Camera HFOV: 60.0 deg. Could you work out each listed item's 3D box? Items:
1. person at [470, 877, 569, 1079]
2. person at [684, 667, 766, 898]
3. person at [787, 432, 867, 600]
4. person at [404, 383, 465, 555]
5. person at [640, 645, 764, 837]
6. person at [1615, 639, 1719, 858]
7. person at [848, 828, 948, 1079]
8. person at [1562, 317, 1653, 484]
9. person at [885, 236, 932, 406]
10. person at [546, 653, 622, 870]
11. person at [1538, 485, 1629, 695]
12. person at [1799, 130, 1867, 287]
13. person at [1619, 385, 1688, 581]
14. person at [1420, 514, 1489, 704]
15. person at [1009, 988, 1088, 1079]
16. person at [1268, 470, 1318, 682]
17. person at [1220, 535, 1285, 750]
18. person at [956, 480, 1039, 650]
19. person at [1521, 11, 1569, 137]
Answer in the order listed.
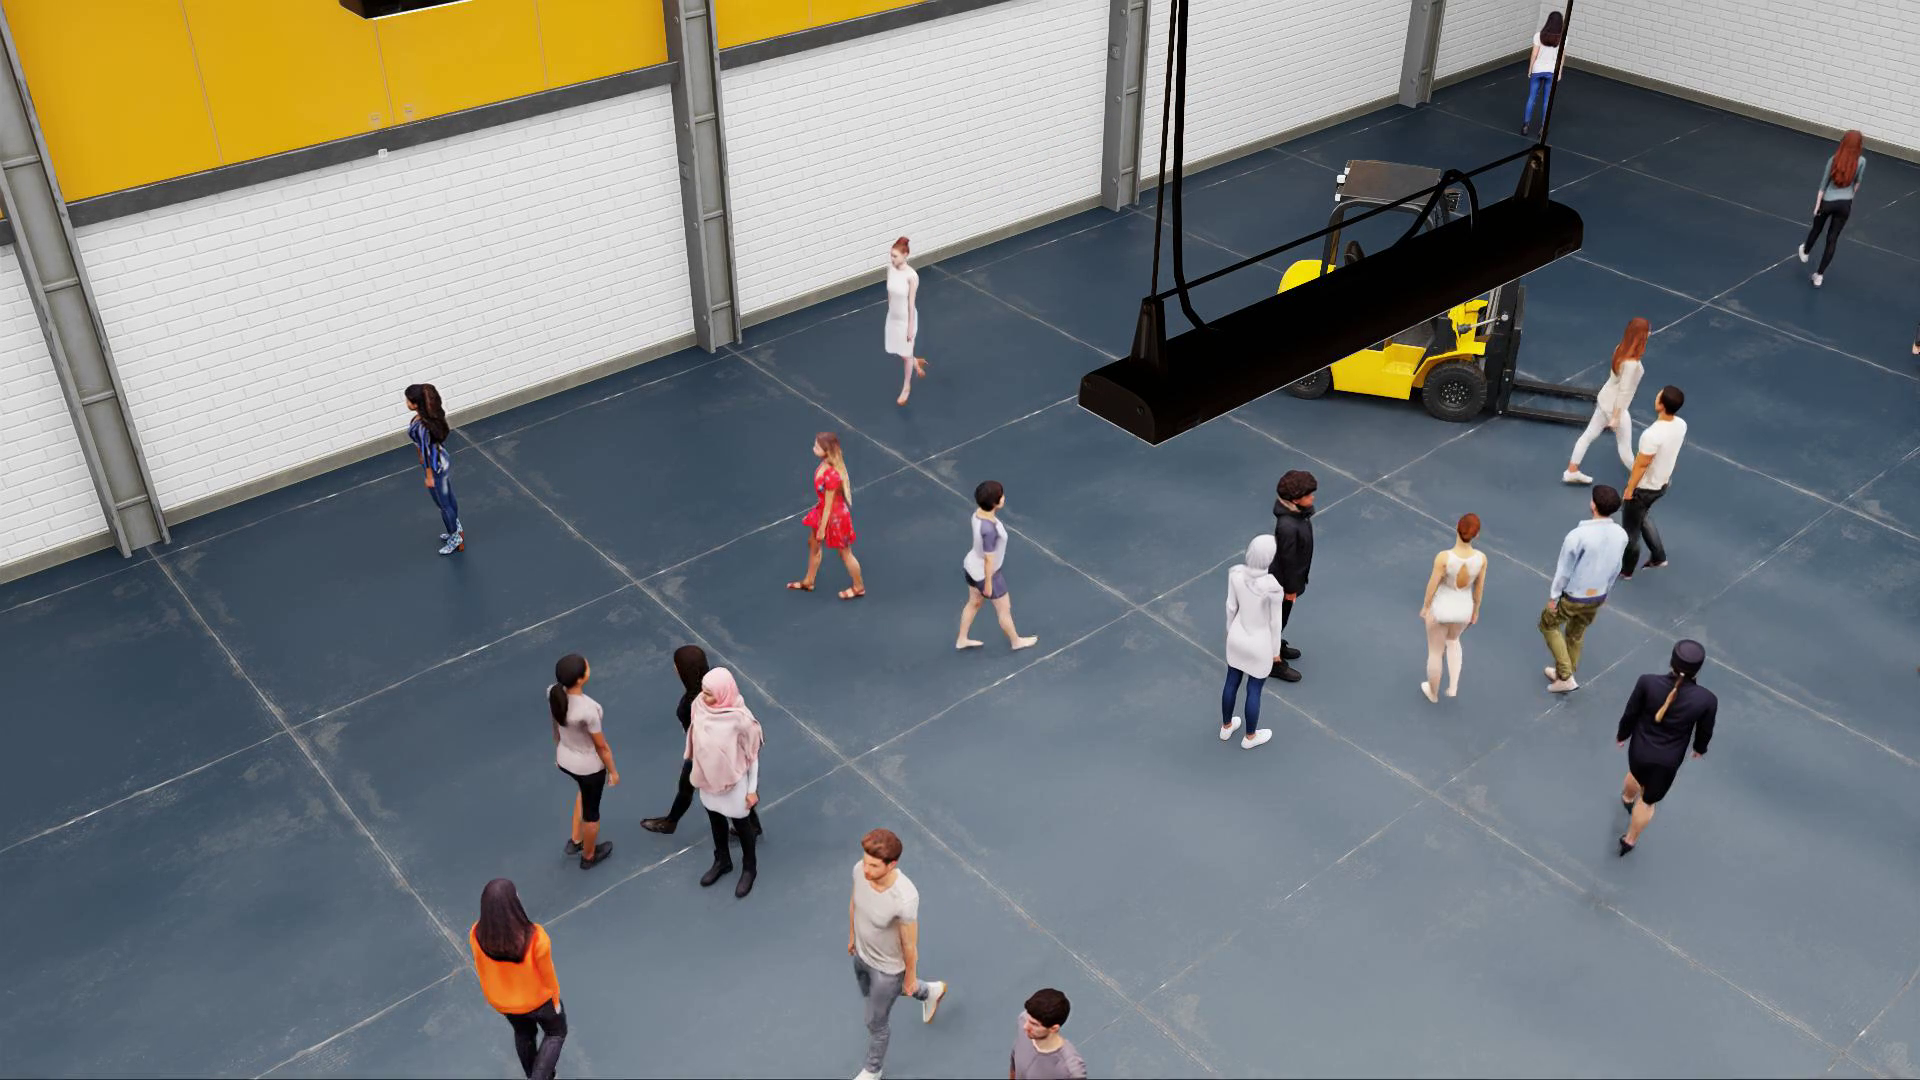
[{"bbox_3d":[-2.429,2.596,9.166,0.870,1.731,0.955,7,34,10],"label":"person"},{"bbox_3d":[-1.508,1.538,10.693,0.710,1.802,0.713,15,36,21],"label":"person"},{"bbox_3d":[-0.932,-0.180,13.488,0.977,1.569,0.850,-4,34,-6],"label":"person"},{"bbox_3d":[-4.452,-0.618,14.105,0.718,1.617,0.694,-4,34,-6],"label":"person"},{"bbox_3d":[-1.605,1.395,11.093,1.109,1.598,1.046,3,34,4],"label":"person"},{"bbox_3d":[4.589,1.435,10.990,0.904,1.645,1.038,17,37,24],"label":"person"},{"bbox_3d":[-0.390,2.319,9.450,1.066,1.877,0.655,-26,42,-34],"label":"person"},{"bbox_3d":[5.779,-1.204,14.934,1.145,1.675,1.061,2,34,2],"label":"person"},{"bbox_3d":[-0.479,-2.154,16.264,0.630,1.785,0.786,27,42,34],"label":"person"},{"bbox_3d":[-2.522,1.498,10.813,0.669,1.736,0.666,23,40,30],"label":"person"},{"bbox_3d":[4.640,0.446,12.337,0.825,1.801,0.906,-8,34,-12],"label":"person"},{"bbox_3d":[9.813,-3.686,18.647,0.974,1.697,1.157,10,35,14],"label":"person"},{"bbox_3d":[5.724,-0.421,13.648,0.659,1.794,0.695,-24,40,-31],"label":"person"},{"bbox_3d":[3.651,0.577,12.294,0.688,1.631,0.752,-3,34,-5],"label":"person"},{"bbox_3d":[0.426,2.958,8.510,0.549,1.853,0.683,-22,39,-29],"label":"person"},{"bbox_3d":[2.483,0.248,12.653,0.798,1.781,0.722,7,34,11],"label":"person"},{"bbox_3d":[2.085,0.731,11.930,0.632,1.777,0.559,27,42,35],"label":"person"},{"bbox_3d":[0.145,0.235,12.896,0.966,1.534,0.792,-8,35,-12],"label":"person"},{"bbox_3d":[7.959,-6.335,22.644,0.674,1.685,0.670,13,36,19],"label":"person"}]
